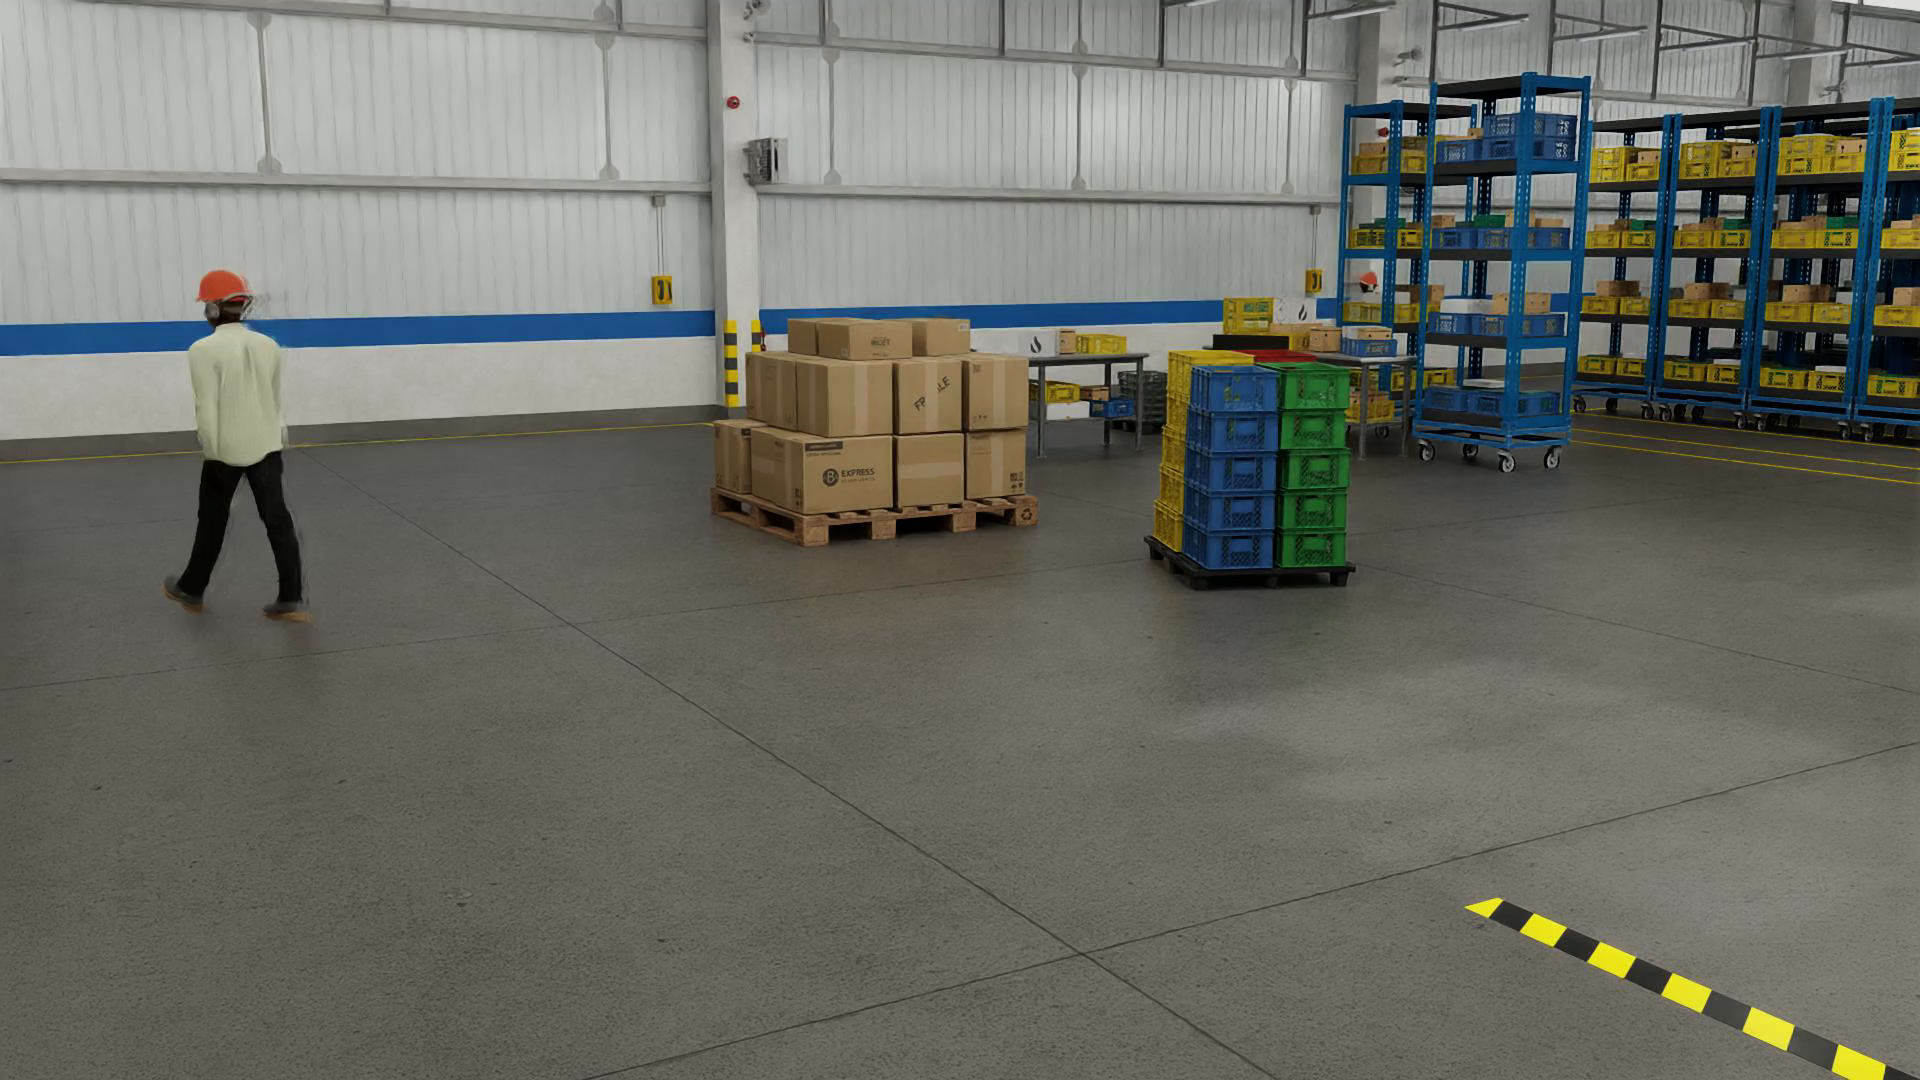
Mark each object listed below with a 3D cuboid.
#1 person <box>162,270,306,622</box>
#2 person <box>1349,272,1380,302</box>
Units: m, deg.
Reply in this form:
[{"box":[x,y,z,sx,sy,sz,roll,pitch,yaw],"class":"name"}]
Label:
[{"box":[-4.071,-0.524,9.289,1.040,1.934,0.637,5,11,28],"class":"person"},{"box":[5.446,-2.674,22.067,0.779,1.719,0.596,-6,12,-30],"class":"person"}]
